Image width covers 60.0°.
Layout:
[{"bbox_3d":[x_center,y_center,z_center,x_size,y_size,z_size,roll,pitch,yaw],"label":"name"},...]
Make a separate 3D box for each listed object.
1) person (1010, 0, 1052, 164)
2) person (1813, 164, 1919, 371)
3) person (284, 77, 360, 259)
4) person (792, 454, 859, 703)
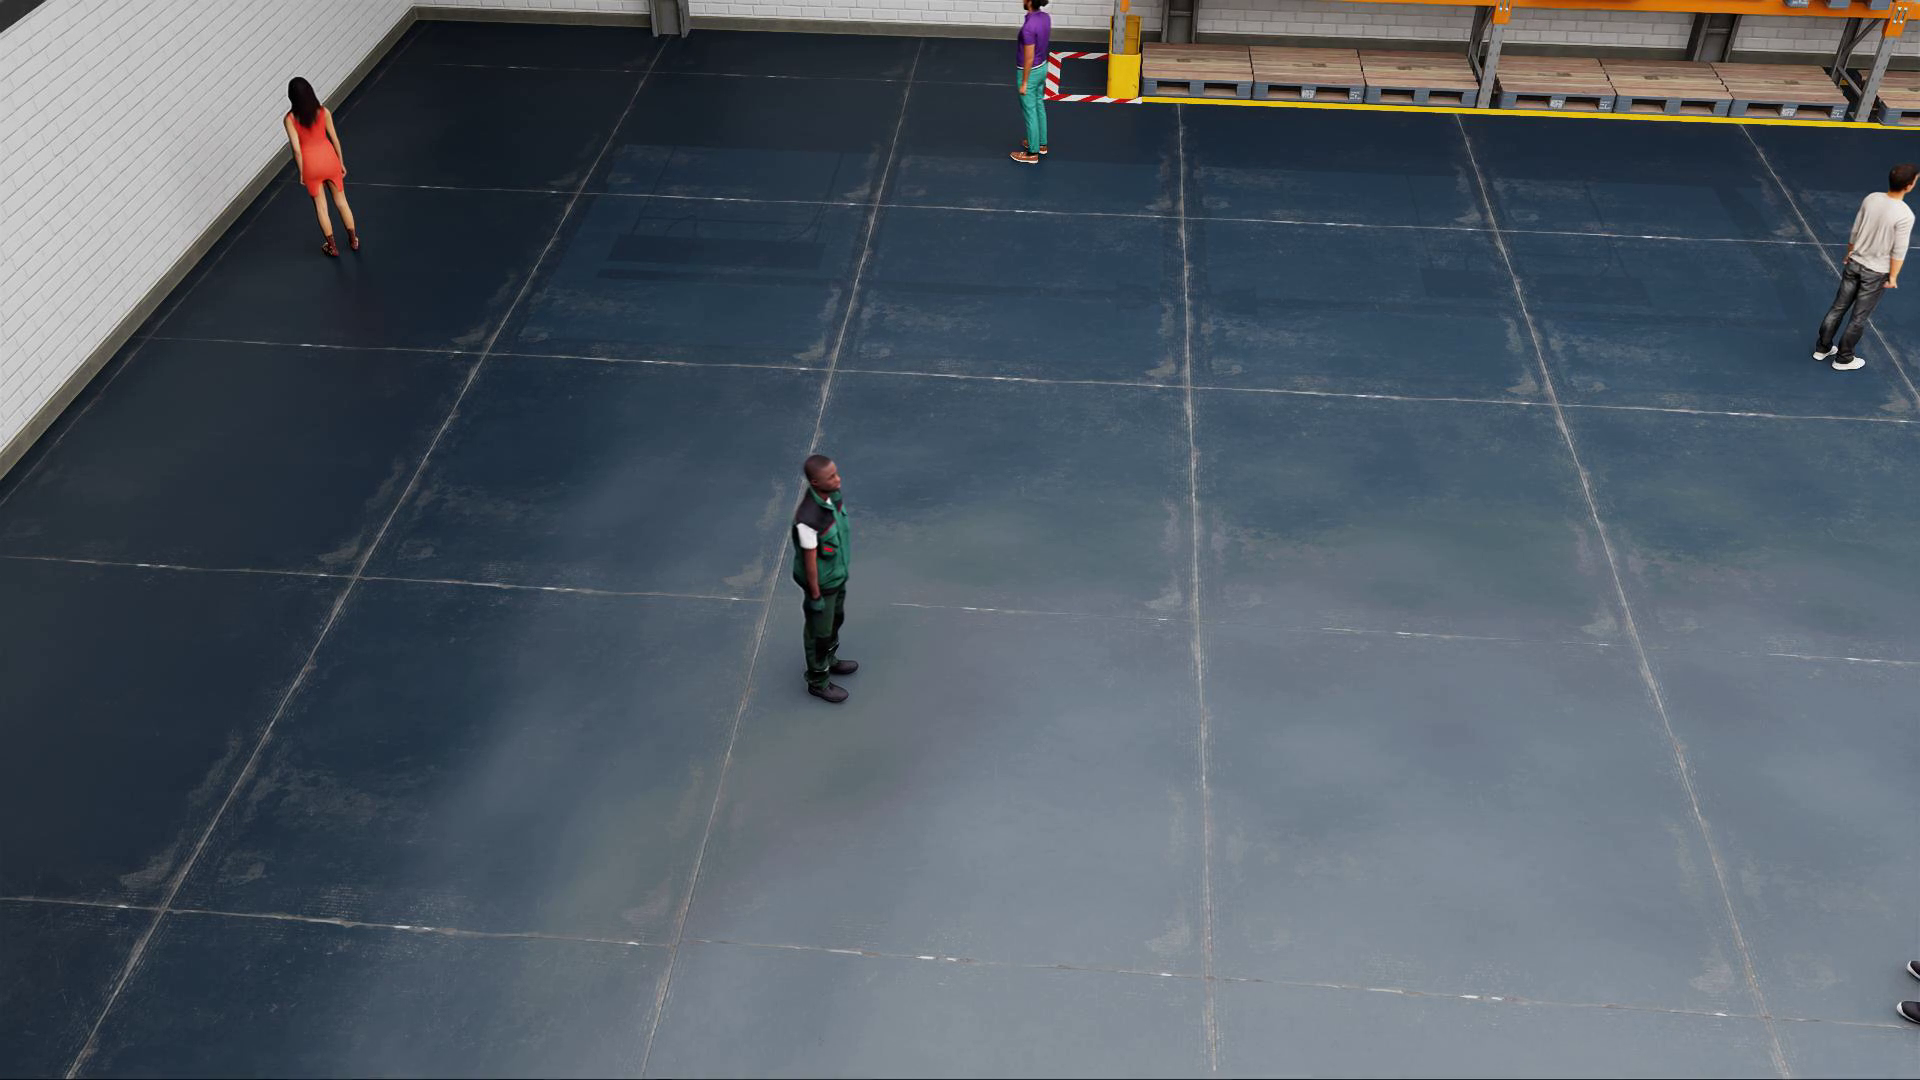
[{"bbox_3d":[0.732,-4.673,16.685,0.657,1.767,0.696,16,41,19],"label":"person"},{"bbox_3d":[7.427,-2.236,13.597,0.731,1.812,0.730,-17,42,-20],"label":"person"},{"bbox_3d":[-5.815,-3.391,15.119,0.652,1.719,0.729,-23,44,-26],"label":"person"},{"bbox_3d":[-0.866,0.214,10.509,0.620,1.838,0.710,8,39,9],"label":"person"}]
